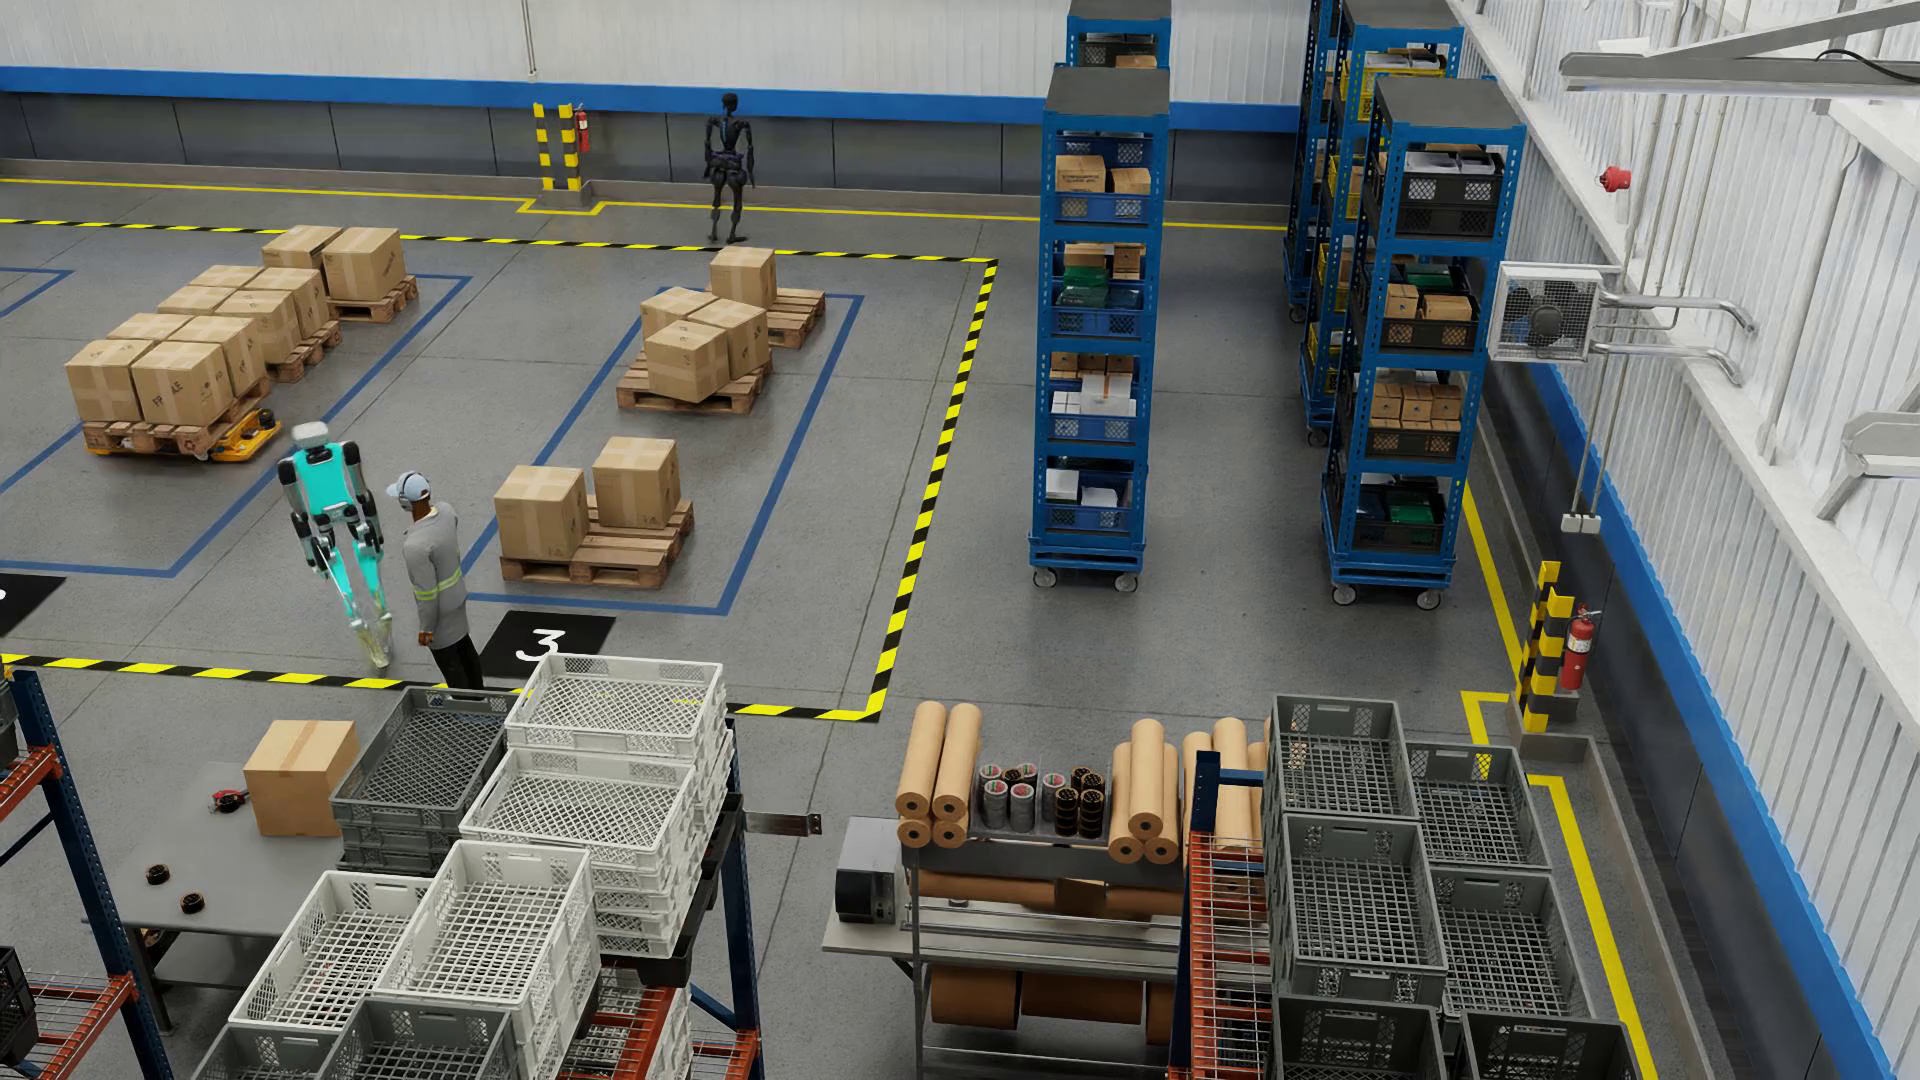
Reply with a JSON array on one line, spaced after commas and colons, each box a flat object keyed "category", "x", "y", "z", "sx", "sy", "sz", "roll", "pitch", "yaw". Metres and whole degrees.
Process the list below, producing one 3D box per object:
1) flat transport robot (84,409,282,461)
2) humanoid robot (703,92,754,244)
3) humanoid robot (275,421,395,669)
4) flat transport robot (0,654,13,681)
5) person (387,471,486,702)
[{"category": "flat transport robot", "x": -6.663, "y": -0.941, "z": 14.261, "sx": 1.431, "sy": 0.197, "sz": 0.652, "roll": 3, "pitch": 30, "yaw": 6}, {"category": "humanoid robot", "x": -2.572, "y": -4.069, "z": 18.259, "sx": 0.609, "sy": 1.638, "sz": 0.428, "roll": 6, "pitch": 31, "yaw": 11}, {"category": "humanoid robot", "x": -4.024, "y": 0.143, "z": 10.991, "sx": 0.558, "sy": 1.797, "sz": 0.802, "roll": -19, "pitch": 35, "yaw": -29}, {"category": "flat transport robot", "x": -7.142, "y": 0.969, "z": 11.010, "sx": 1.431, "sy": 0.231, "sz": 0.659, "roll": 3, "pitch": 30, "yaw": 6}, {"category": "person", "x": -3.287, "y": 0.393, "z": 10.424, "sx": 0.388, "sy": 1.849, "sz": 0.597, "roll": 2, "pitch": 30, "yaw": 4}]
